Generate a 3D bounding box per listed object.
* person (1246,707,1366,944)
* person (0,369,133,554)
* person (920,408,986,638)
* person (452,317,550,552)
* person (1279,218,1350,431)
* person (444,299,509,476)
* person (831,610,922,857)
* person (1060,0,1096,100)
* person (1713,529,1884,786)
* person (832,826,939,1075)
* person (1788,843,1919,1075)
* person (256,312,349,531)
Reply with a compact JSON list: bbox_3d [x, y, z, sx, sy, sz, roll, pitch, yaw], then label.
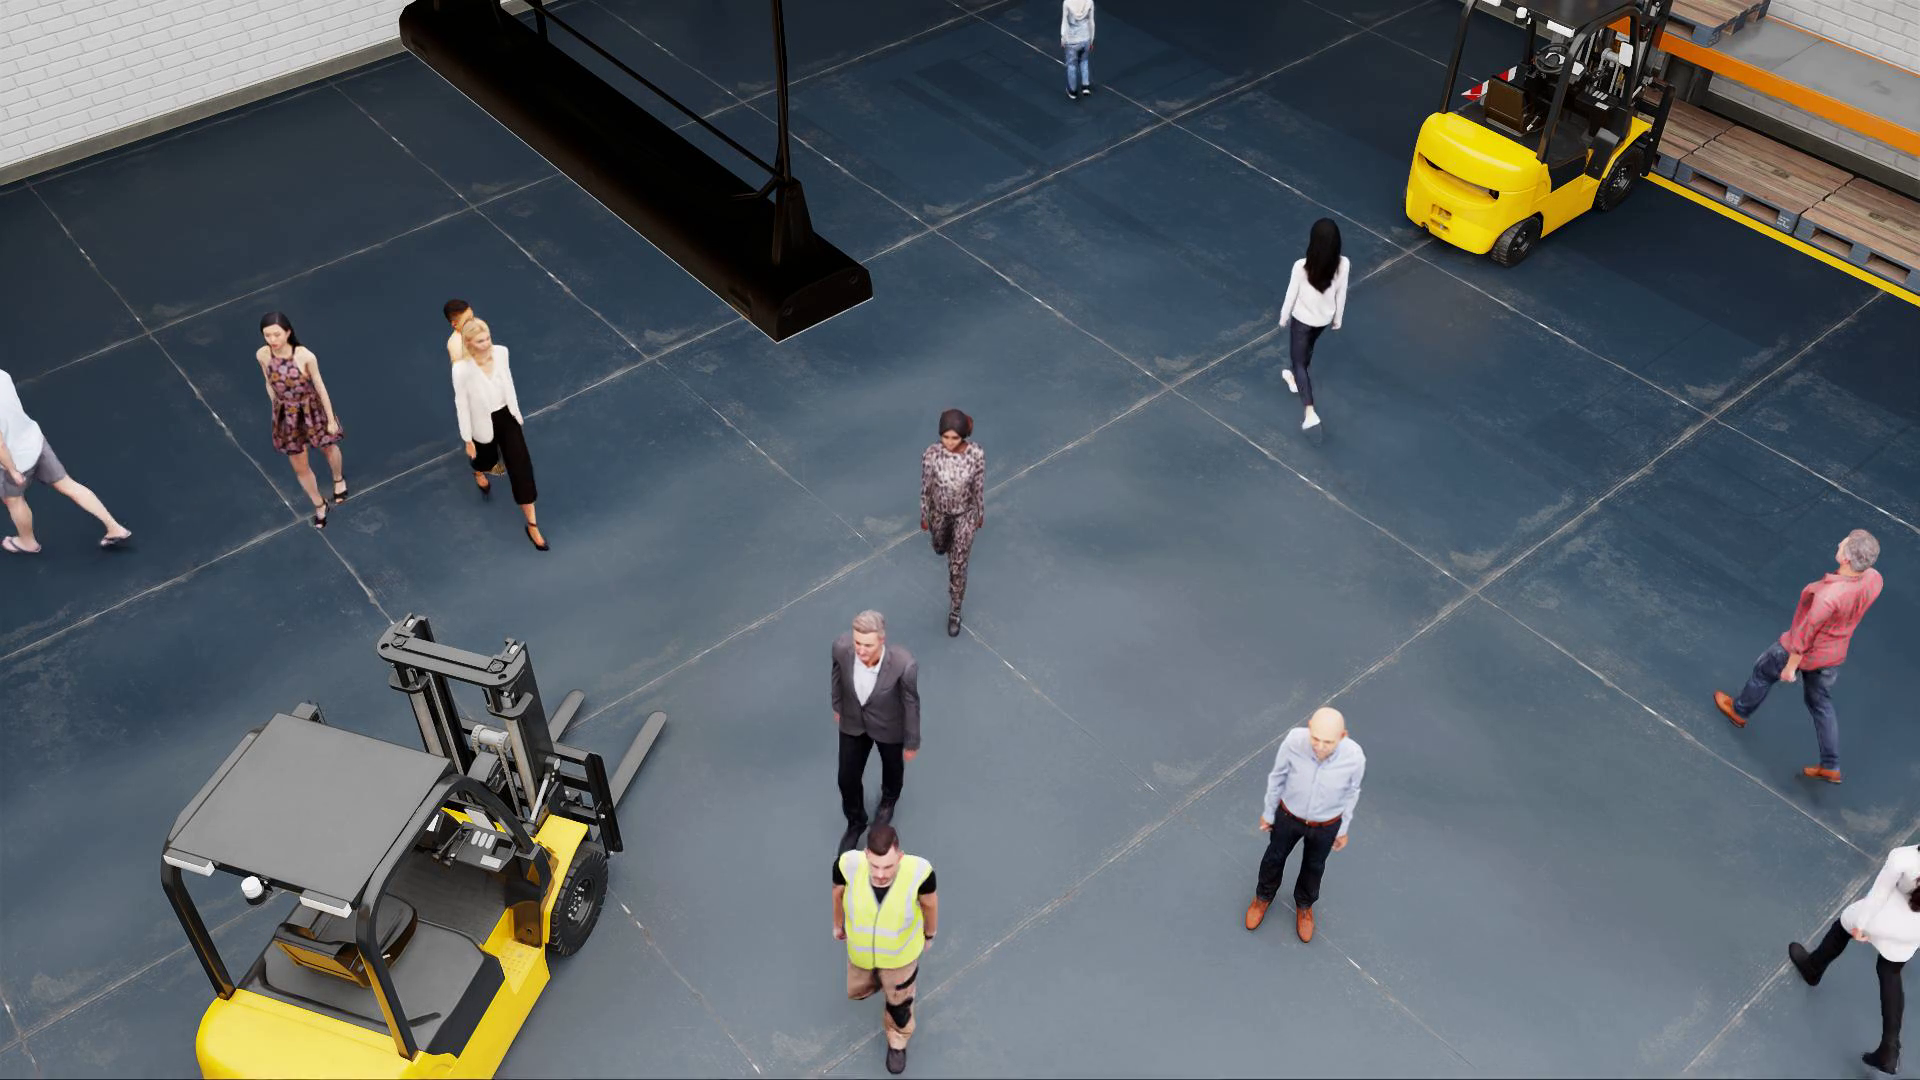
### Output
[{"bbox_3d":[1.906,1.534,9.146,0.702,1.791,0.799,11,45,11],"label":"person"},{"bbox_3d":[-6.318,-0.589,11.366,1.216,1.802,1.135,5,44,5],"label":"person"},{"bbox_3d":[-0.041,-0.220,11.060,1.049,1.690,1.111,4,44,4],"label":"person"},{"bbox_3d":[-3.297,-0.796,11.581,0.671,1.806,1.217,-31,52,-29],"label":"person"},{"bbox_3d":[2.678,-1.606,12.531,0.929,1.667,1.174,-10,45,-11],"label":"person"},{"bbox_3d":[-3.558,-1.148,12.200,0.654,1.461,0.588,2,44,2],"label":"person"},{"bbox_3d":[-0.471,1.001,9.684,0.965,1.820,1.027,11,45,11],"label":"person"},{"bbox_3d":[1.157,-4.894,16.284,0.573,1.251,0.638,-10,45,-11],"label":"person"},{"bbox_3d":[5.201,0.725,9.992,0.964,1.795,1.294,-15,46,-15],"label":"person"},{"bbox_3d":[-0.389,2.008,8.616,0.997,1.835,1.048,5,44,6],"label":"person"},{"bbox_3d":[4.867,2.045,8.621,1.071,1.775,1.188,0,44,0],"label":"person"},{"bbox_3d":[-4.597,-0.917,11.748,0.837,1.750,0.908,-1,44,-1],"label":"person"}]
